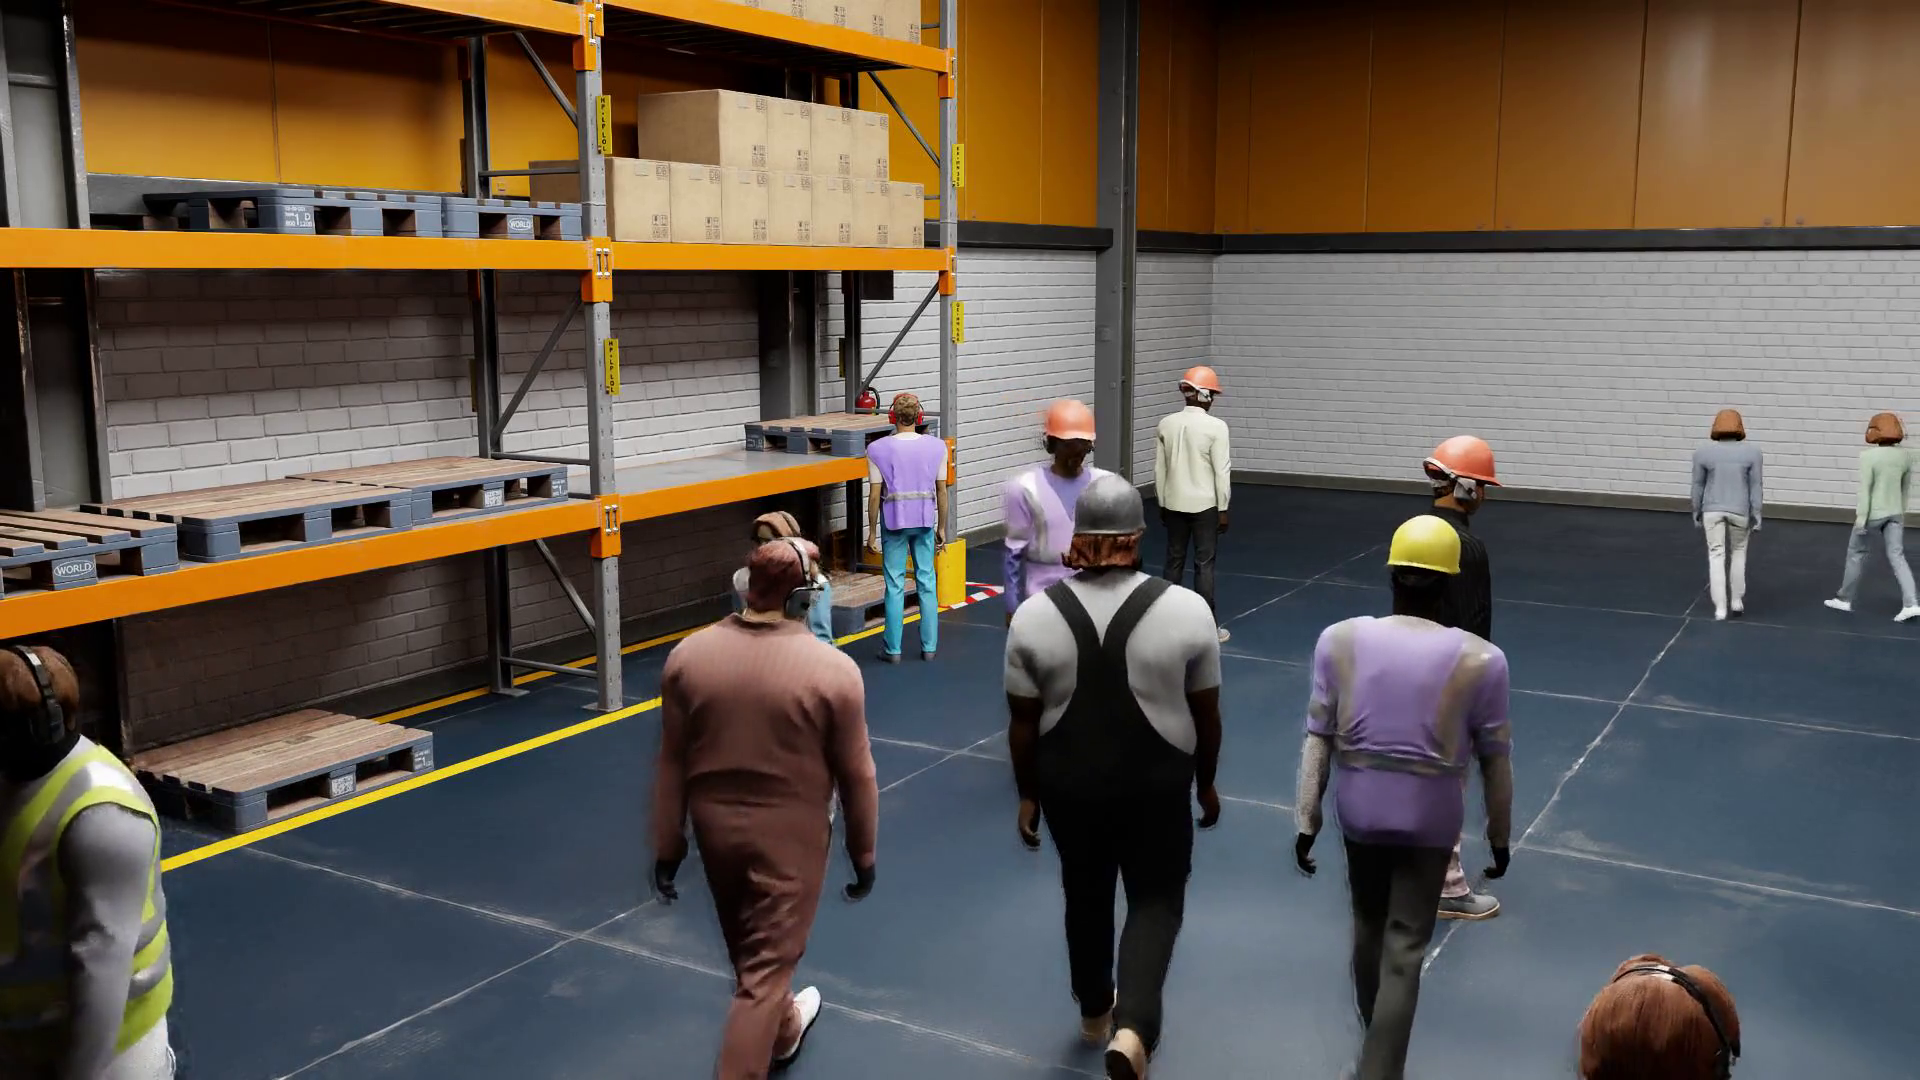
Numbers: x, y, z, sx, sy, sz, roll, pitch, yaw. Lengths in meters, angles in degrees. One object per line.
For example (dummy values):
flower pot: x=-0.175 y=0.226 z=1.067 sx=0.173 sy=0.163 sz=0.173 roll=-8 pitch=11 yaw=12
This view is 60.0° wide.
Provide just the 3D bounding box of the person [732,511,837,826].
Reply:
person: x=-0.792 y=0.655 z=7.516 sx=0.532 sy=1.592 sz=0.856 roll=3 pitch=10 yaw=21

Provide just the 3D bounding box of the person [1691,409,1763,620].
person: x=5.915 y=-0.210 z=12.850 sx=0.516 sy=1.602 sz=0.681 roll=4 pitch=10 yaw=24

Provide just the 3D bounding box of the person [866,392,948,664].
person: x=-0.354 y=-0.072 z=11.277 sx=0.566 sy=1.846 sz=0.387 roll=-3 pitch=10 yaw=-17

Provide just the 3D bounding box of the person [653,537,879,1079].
person: x=-0.559 y=0.910 z=5.135 sx=0.666 sy=1.848 sz=1.012 roll=3 pitch=10 yaw=19

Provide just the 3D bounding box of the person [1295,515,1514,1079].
person: x=1.446 y=0.857 z=5.316 sx=0.623 sy=1.886 sz=0.878 roll=5 pitch=10 yaw=27

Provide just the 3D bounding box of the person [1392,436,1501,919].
person: x=2.019 y=0.560 z=6.894 sx=0.392 sy=1.986 sz=0.611 roll=-2 pitch=9 yaw=-14

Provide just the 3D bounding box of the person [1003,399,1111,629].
person: x=0.536 y=0.301 z=8.404 sx=0.606 sy=2.029 sz=0.509 roll=-2 pitch=9 yaw=-13

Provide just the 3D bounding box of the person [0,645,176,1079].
person: x=-2.145 y=1.140 z=3.828 sx=0.652 sy=1.801 sz=0.873 roll=7 pitch=11 yaw=36

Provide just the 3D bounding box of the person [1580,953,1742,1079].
person: x=1.017 y=1.436 z=2.527 sx=0.538 sy=1.624 sz=0.416 roll=8 pitch=12 yaw=40

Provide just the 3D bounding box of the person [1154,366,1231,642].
person: x=1.686 y=-0.251 z=11.964 sx=0.613 sy=1.985 sz=0.402 roll=8 pitch=12 yaw=42

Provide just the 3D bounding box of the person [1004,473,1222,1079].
person: x=0.489 y=0.770 z=5.416 sx=0.693 sy=2.000 sz=0.871 roll=3 pitch=9 yaw=15

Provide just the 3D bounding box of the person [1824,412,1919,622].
person: x=7.094 y=-0.184 z=12.769 sx=0.516 sy=1.591 sz=0.856 roll=-2 pitch=9 yaw=-12
